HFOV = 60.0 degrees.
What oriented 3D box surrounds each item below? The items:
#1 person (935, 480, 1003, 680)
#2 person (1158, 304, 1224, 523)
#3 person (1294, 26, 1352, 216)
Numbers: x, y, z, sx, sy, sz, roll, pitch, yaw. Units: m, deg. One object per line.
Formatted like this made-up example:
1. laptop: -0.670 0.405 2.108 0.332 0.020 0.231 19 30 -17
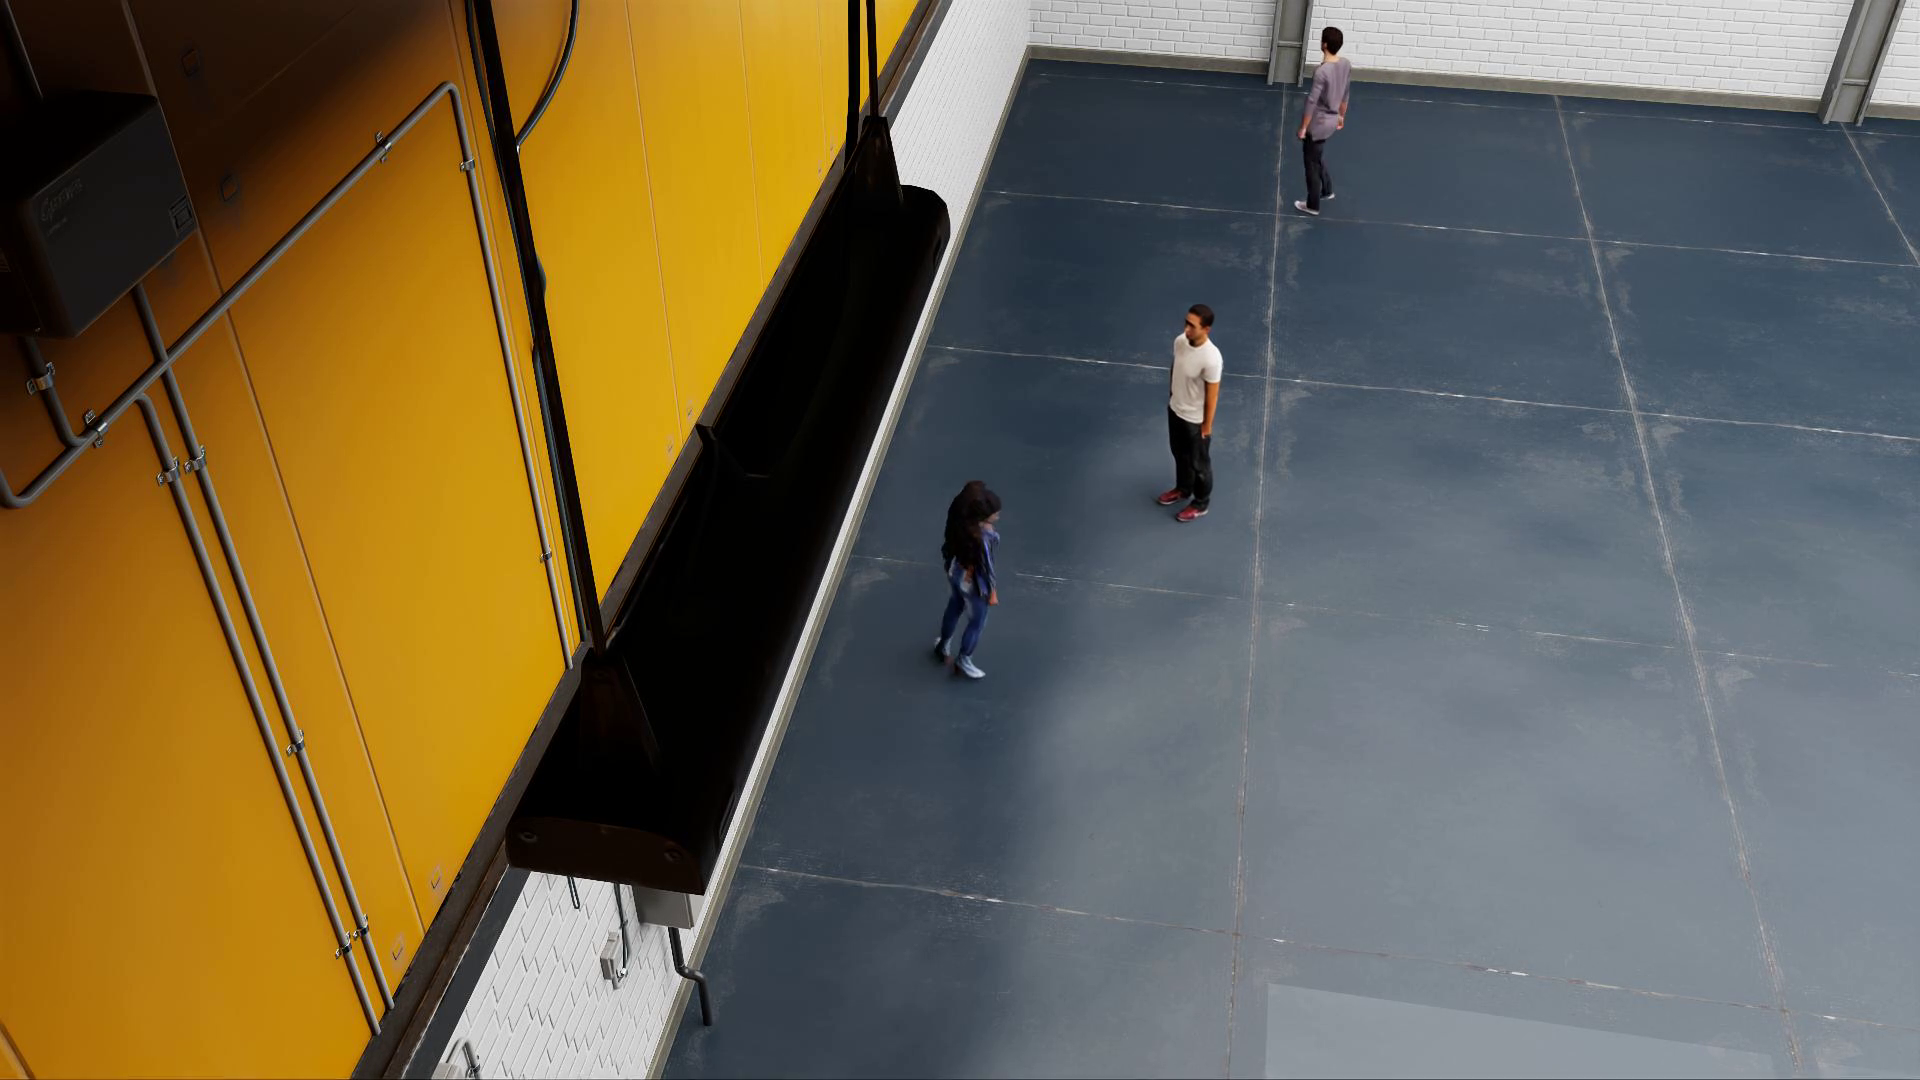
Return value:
1. person: 0.014 0.244 10.841 0.815 1.610 0.800 -26 45 -29
2. person: 1.724 -0.946 12.179 0.751 1.799 0.702 -22 43 -25
3. person: 3.531 -3.969 15.931 0.835 1.841 0.804 31 48 33
